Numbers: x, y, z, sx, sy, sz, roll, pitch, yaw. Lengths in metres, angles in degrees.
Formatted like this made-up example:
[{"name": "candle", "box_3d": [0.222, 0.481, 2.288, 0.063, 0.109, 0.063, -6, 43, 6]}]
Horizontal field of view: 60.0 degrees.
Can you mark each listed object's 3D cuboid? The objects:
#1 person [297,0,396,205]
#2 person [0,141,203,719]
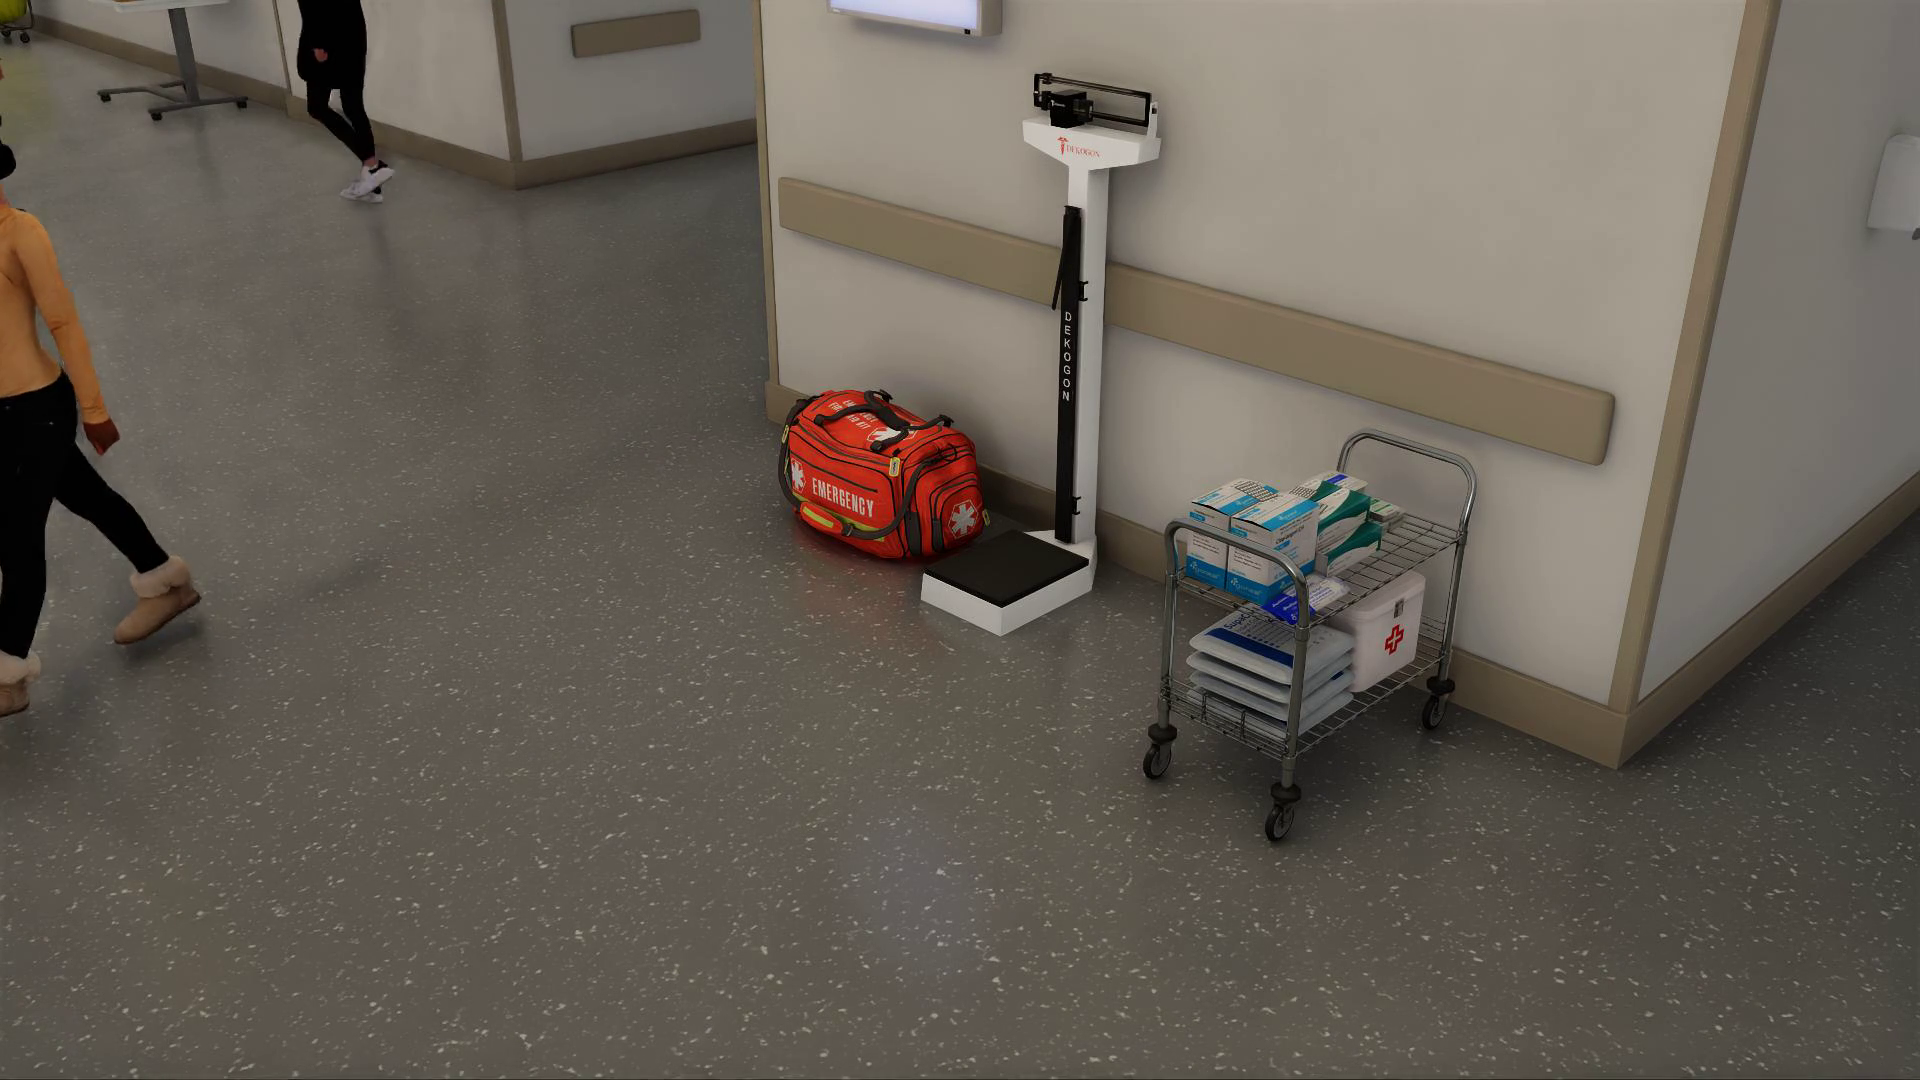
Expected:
[{"name": "person", "box_3d": [-3.384, -2.755, 9.275, 0.848, 1.787, 0.798, 5, 26, 11]}, {"name": "person", "box_3d": [-2.470, -0.370, 4.524, 1.104, 1.617, 0.847, 14, 29, 27]}]
